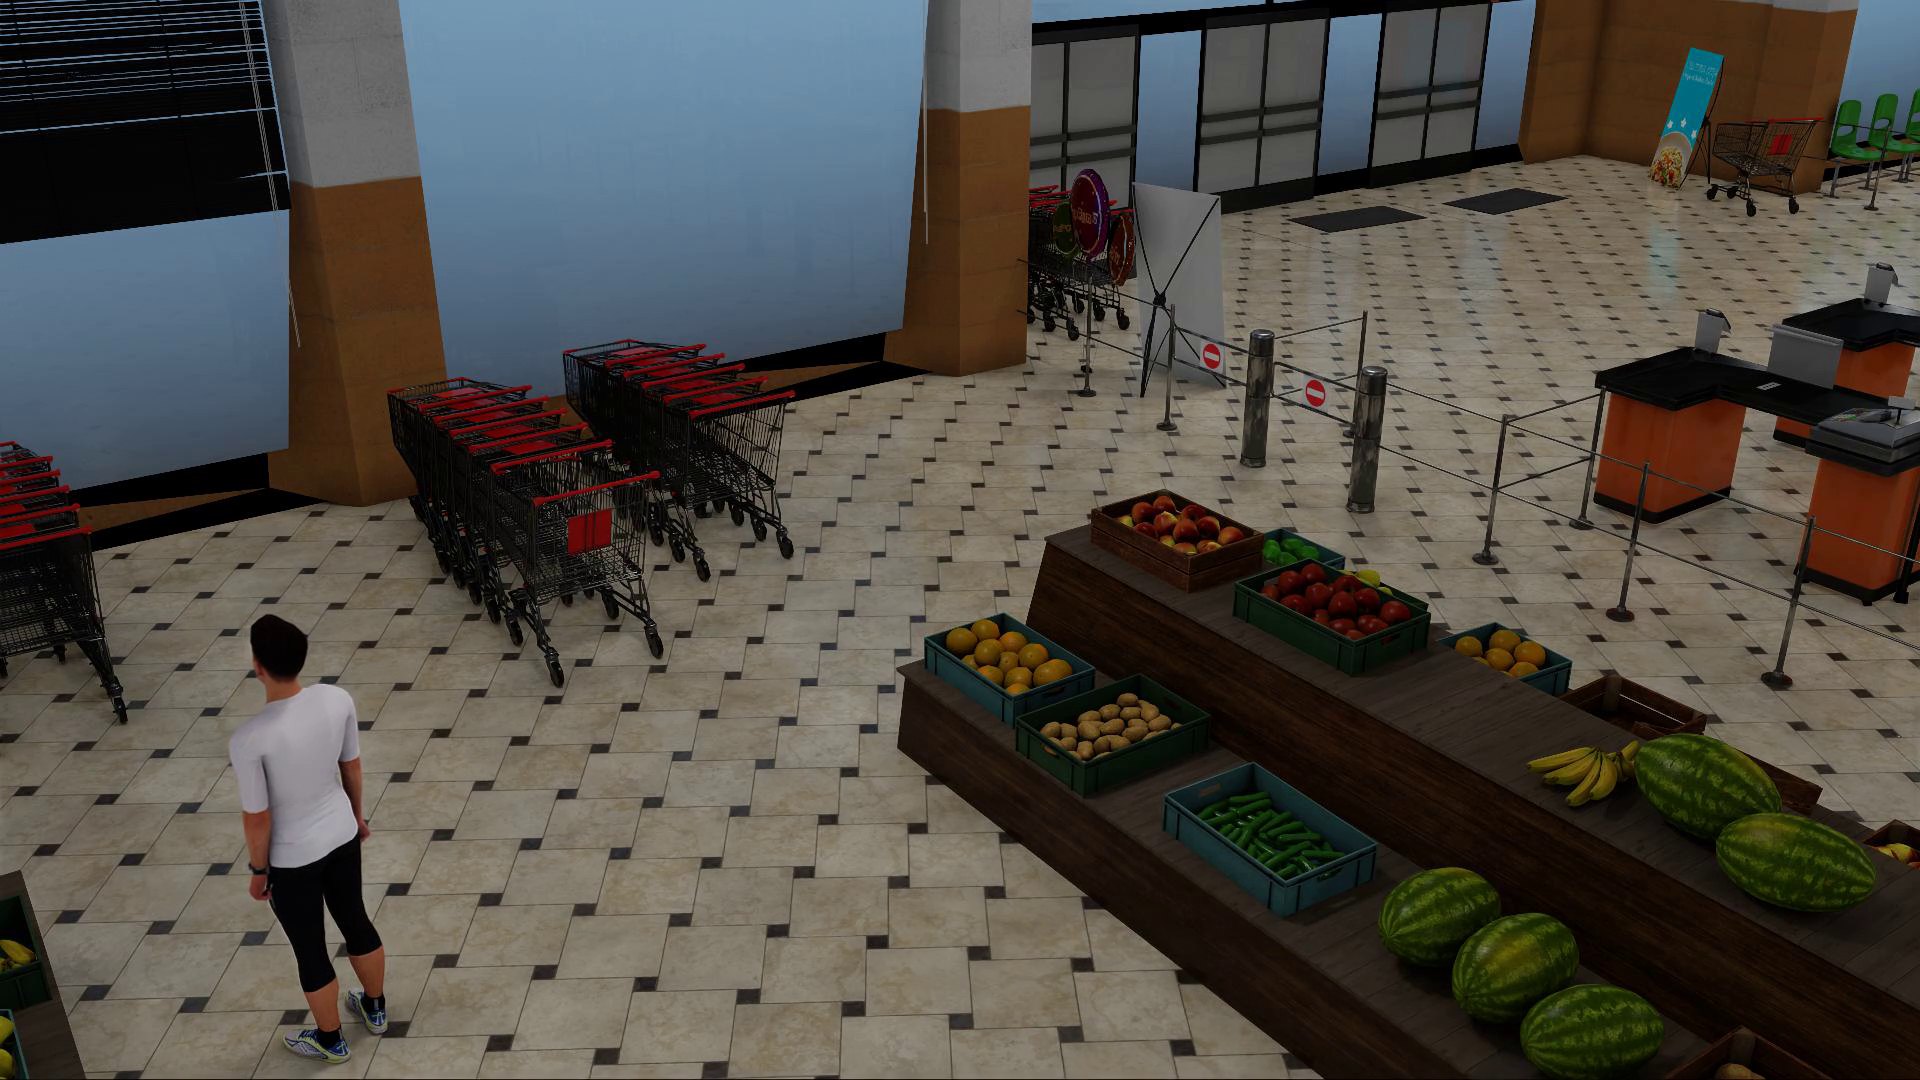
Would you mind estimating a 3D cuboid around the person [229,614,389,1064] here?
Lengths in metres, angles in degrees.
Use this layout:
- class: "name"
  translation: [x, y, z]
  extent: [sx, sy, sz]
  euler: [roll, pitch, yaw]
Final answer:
- class: "person"
  translation: [-2.421, 1.123, 6.216]
  extent: [0.710, 1.852, 0.742]
  euler: [14, 27, 29]
